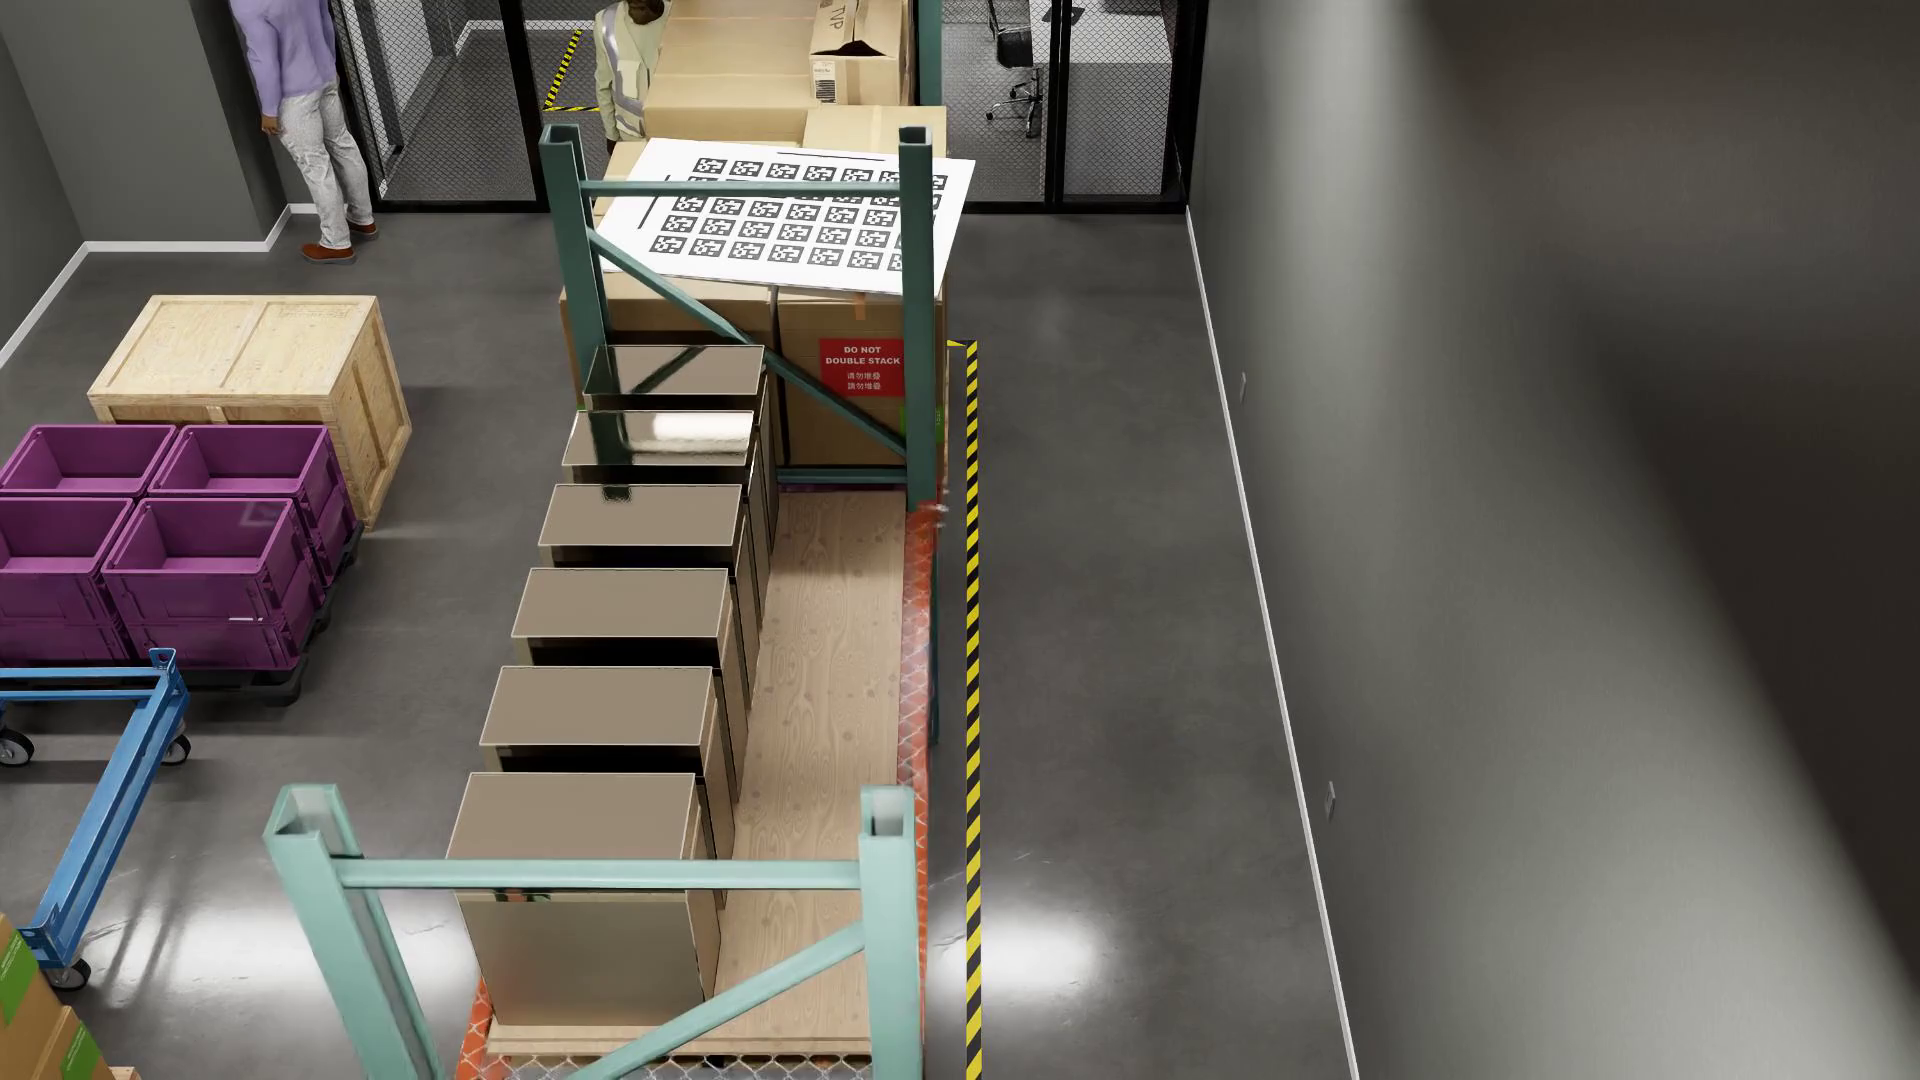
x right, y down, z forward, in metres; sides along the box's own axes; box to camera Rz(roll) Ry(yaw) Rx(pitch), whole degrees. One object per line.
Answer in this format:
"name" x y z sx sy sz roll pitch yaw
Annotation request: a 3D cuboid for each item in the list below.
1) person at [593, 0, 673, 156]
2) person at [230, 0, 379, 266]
"person" -1.502 -2.071 8.332 0.600 1.831 0.404 0 41 0
"person" -3.399 -2.341 8.563 0.369 1.938 0.631 11 42 12
